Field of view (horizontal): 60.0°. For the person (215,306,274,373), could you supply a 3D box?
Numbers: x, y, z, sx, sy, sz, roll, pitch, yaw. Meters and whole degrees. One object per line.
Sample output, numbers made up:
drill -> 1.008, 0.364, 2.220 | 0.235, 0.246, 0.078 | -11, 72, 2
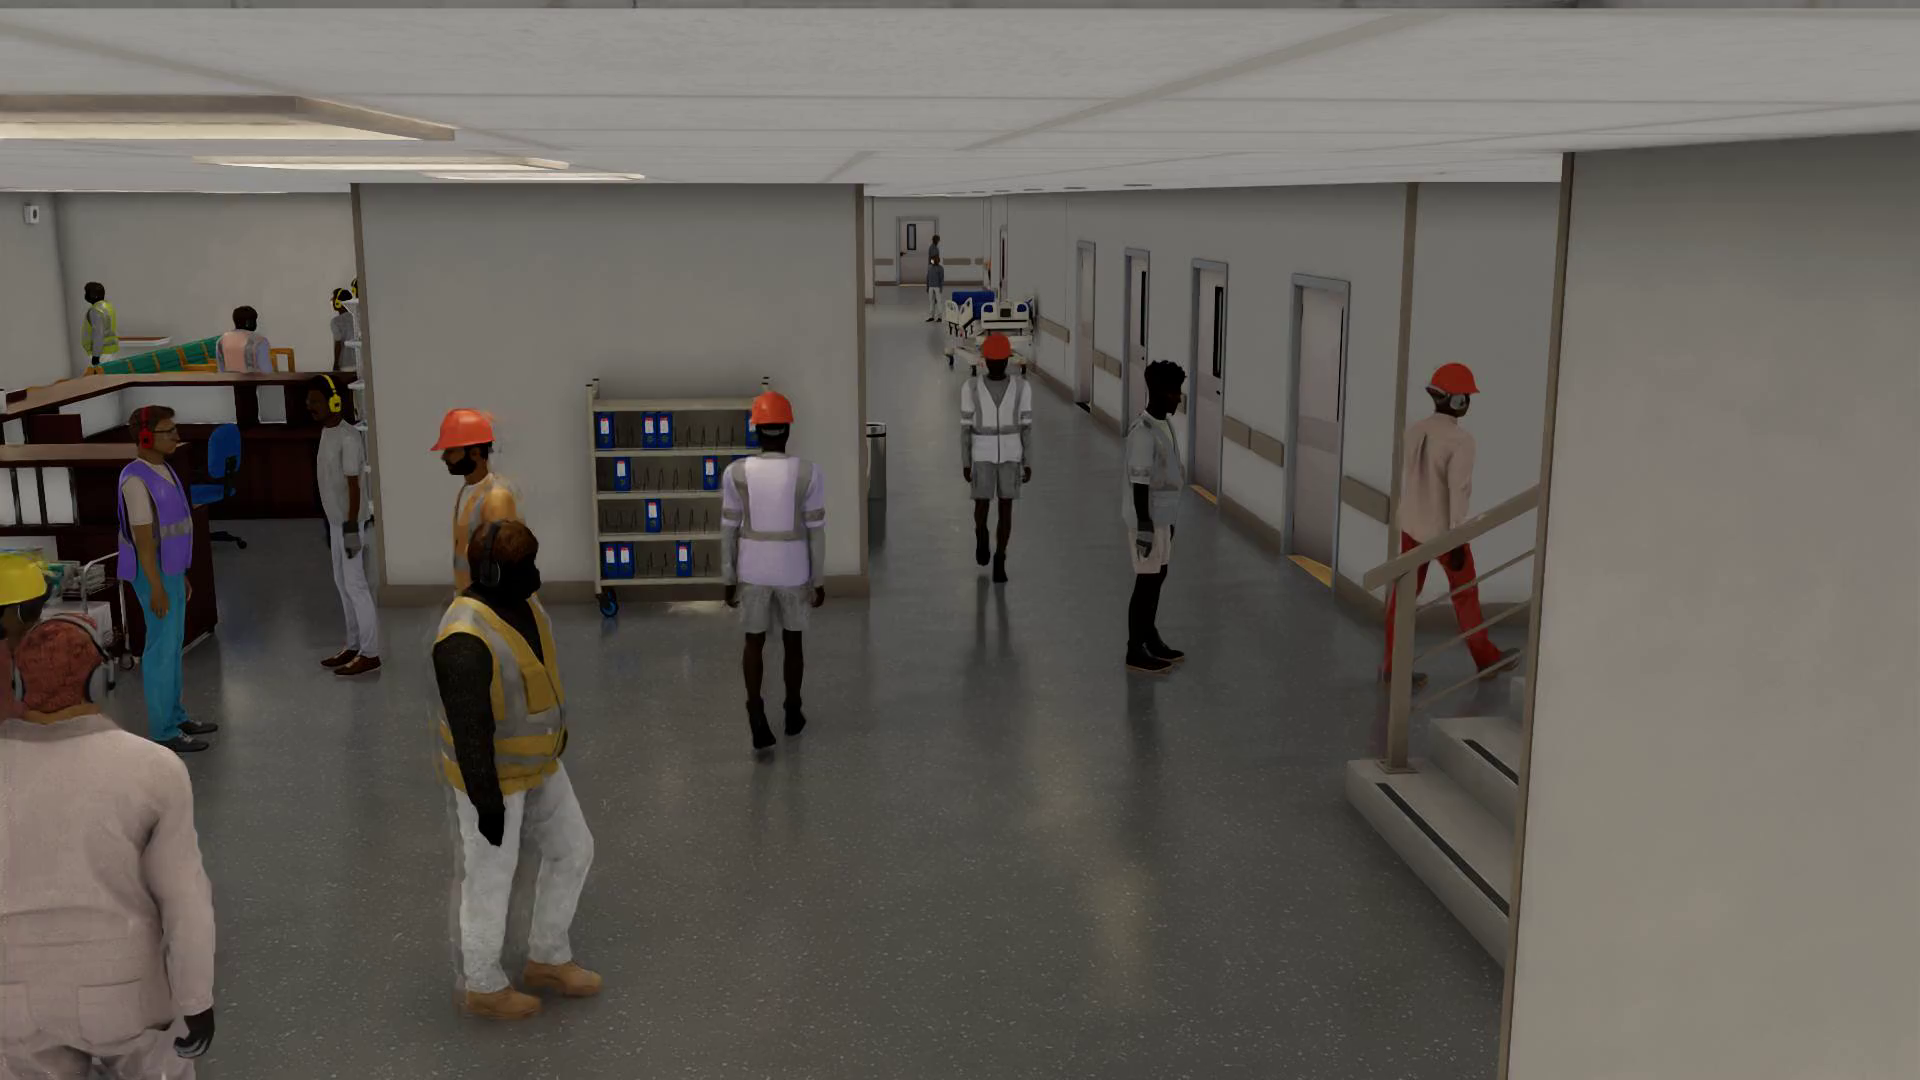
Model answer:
person -> -7.282, -1.477, 17.071 | 0.624, 1.844, 0.430 | 4, 12, 18

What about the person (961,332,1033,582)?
person -> 0.285, -0.648, 12.830 | 0.553, 1.917, 0.520 | -1, 12, -4

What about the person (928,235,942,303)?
person -> -0.720, -7.692, 47.245 | 0.387, 1.927, 0.636 | 0, 12, 0

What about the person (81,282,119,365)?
person -> -11.353, -2.479, 21.970 | 0.429, 1.844, 0.625 | -3, 12, -14

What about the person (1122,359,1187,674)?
person -> 1.201, -0.146, 10.294 | 0.384, 1.953, 0.618 | 4, 12, 19

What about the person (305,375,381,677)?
person -> -3.818, -0.093, 10.274 | 0.326, 1.858, 0.508 | -9, 14, -36

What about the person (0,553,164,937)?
person -> -3.150, 0.875, 5.835 | 0.532, 1.746, 0.741 | 6, 13, 28

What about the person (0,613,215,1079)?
person -> -2.248, 1.119, 4.286 | 0.680, 1.883, 0.633 | -3, 12, -12

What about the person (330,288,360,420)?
person -> -7.325, -2.065, 19.864 | 0.326, 1.876, 0.518 | 4, 12, 18

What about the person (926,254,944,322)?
person -> -0.604, -6.053, 39.940 | 0.500, 1.633, 0.279 | 8, 14, 36

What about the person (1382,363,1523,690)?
person -> 2.959, -0.078, 9.946 | 0.961, 1.950, 0.647 | -5, 13, -23

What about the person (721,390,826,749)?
person -> -0.986, 0.166, 8.856 | 0.552, 1.919, 0.745 | 0, 12, -1

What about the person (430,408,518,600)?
person -> -2.347, 0.315, 8.115 | 0.404, 1.920, 0.574 | -7, 14, -32

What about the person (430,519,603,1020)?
person -> -1.527, 0.825, 5.869 | 0.606, 1.820, 0.664 | 2, 12, 10

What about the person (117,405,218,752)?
person -> -4.253, 0.202, 8.848 | 0.389, 1.849, 0.567 | -3, 12, -14
